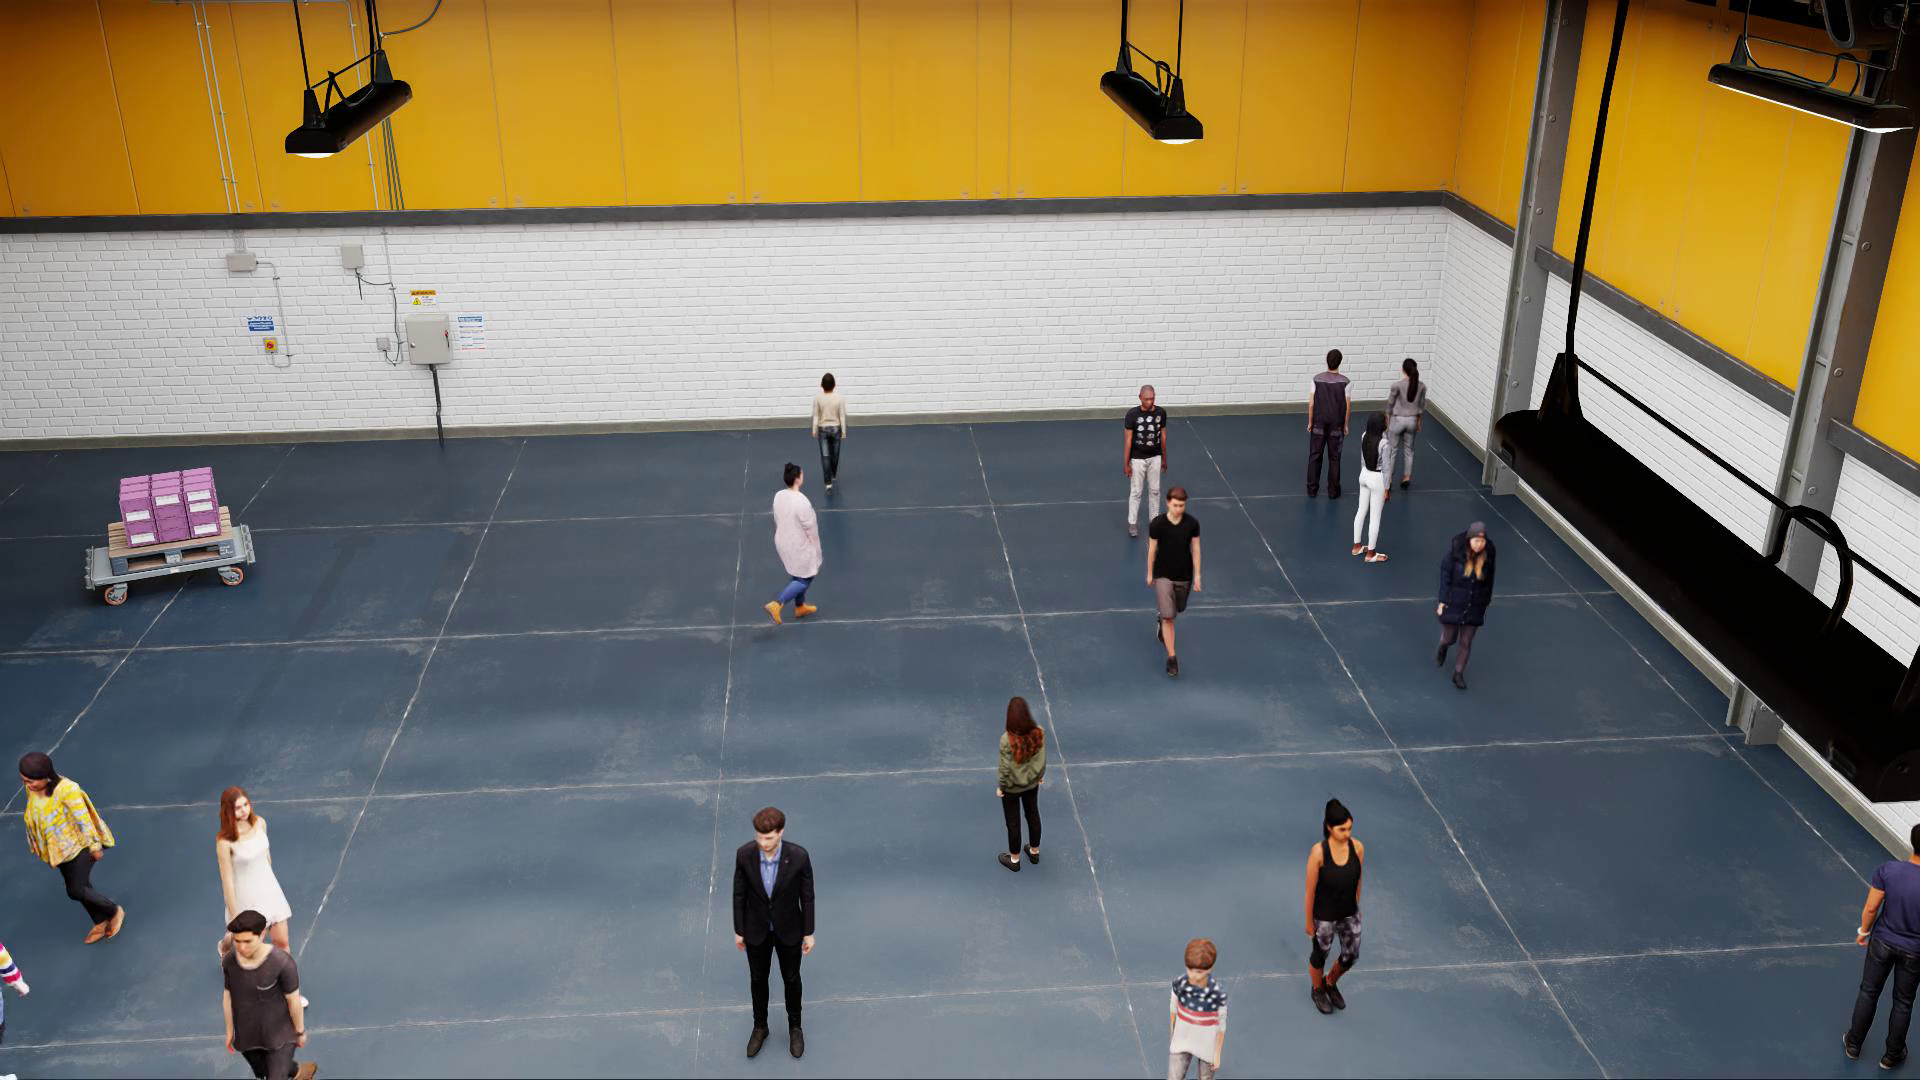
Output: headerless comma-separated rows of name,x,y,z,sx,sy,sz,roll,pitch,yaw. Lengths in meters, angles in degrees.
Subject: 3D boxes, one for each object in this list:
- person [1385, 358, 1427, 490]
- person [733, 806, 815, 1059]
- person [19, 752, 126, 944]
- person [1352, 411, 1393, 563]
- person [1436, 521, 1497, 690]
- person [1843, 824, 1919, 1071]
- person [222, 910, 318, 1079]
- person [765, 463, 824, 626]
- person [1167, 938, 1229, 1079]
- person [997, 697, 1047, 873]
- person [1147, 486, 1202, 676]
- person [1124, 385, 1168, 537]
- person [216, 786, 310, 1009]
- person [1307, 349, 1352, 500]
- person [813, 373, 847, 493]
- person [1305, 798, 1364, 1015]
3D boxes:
person,5.390,-1.393,20.211,0.628,1.675,0.591,-4,24,-8
person,-1.226,2.542,10.948,0.711,1.883,0.633,1,24,1
person,-6.381,2.189,12.078,0.867,1.626,0.913,9,25,19
person,4.568,-0.615,18.368,0.716,1.725,0.577,-11,26,-23
person,4.735,0.579,15.716,0.710,1.661,0.827,1,24,2
person,6.123,2.639,10.848,0.714,1.786,0.746,15,28,31
person,-4.248,2.957,10.238,0.809,1.692,1.090,5,24,11
person,-1.717,0.074,16.794,1.040,1.723,1.024,-18,30,-36
person,1.499,3.048,10.361,0.653,1.426,0.741,8,25,18
person,0.474,1.887,12.956,0.649,1.475,0.634,-14,27,-28
person,2.053,0.307,16.138,0.674,1.821,1.223,-2,24,-4
person,2.114,-0.929,18.991,0.686,1.800,0.643,-5,24,-11
person,-4.936,2.425,11.469,1.068,1.681,1.087,16,28,32
person,4.431,-1.399,20.009,0.723,1.848,0.710,8,25,17
person,-1.597,-1.295,20.272,0.587,1.446,0.978,-3,24,-8
person,2.511,2.478,11.378,0.666,1.657,0.629,-7,25,-16
